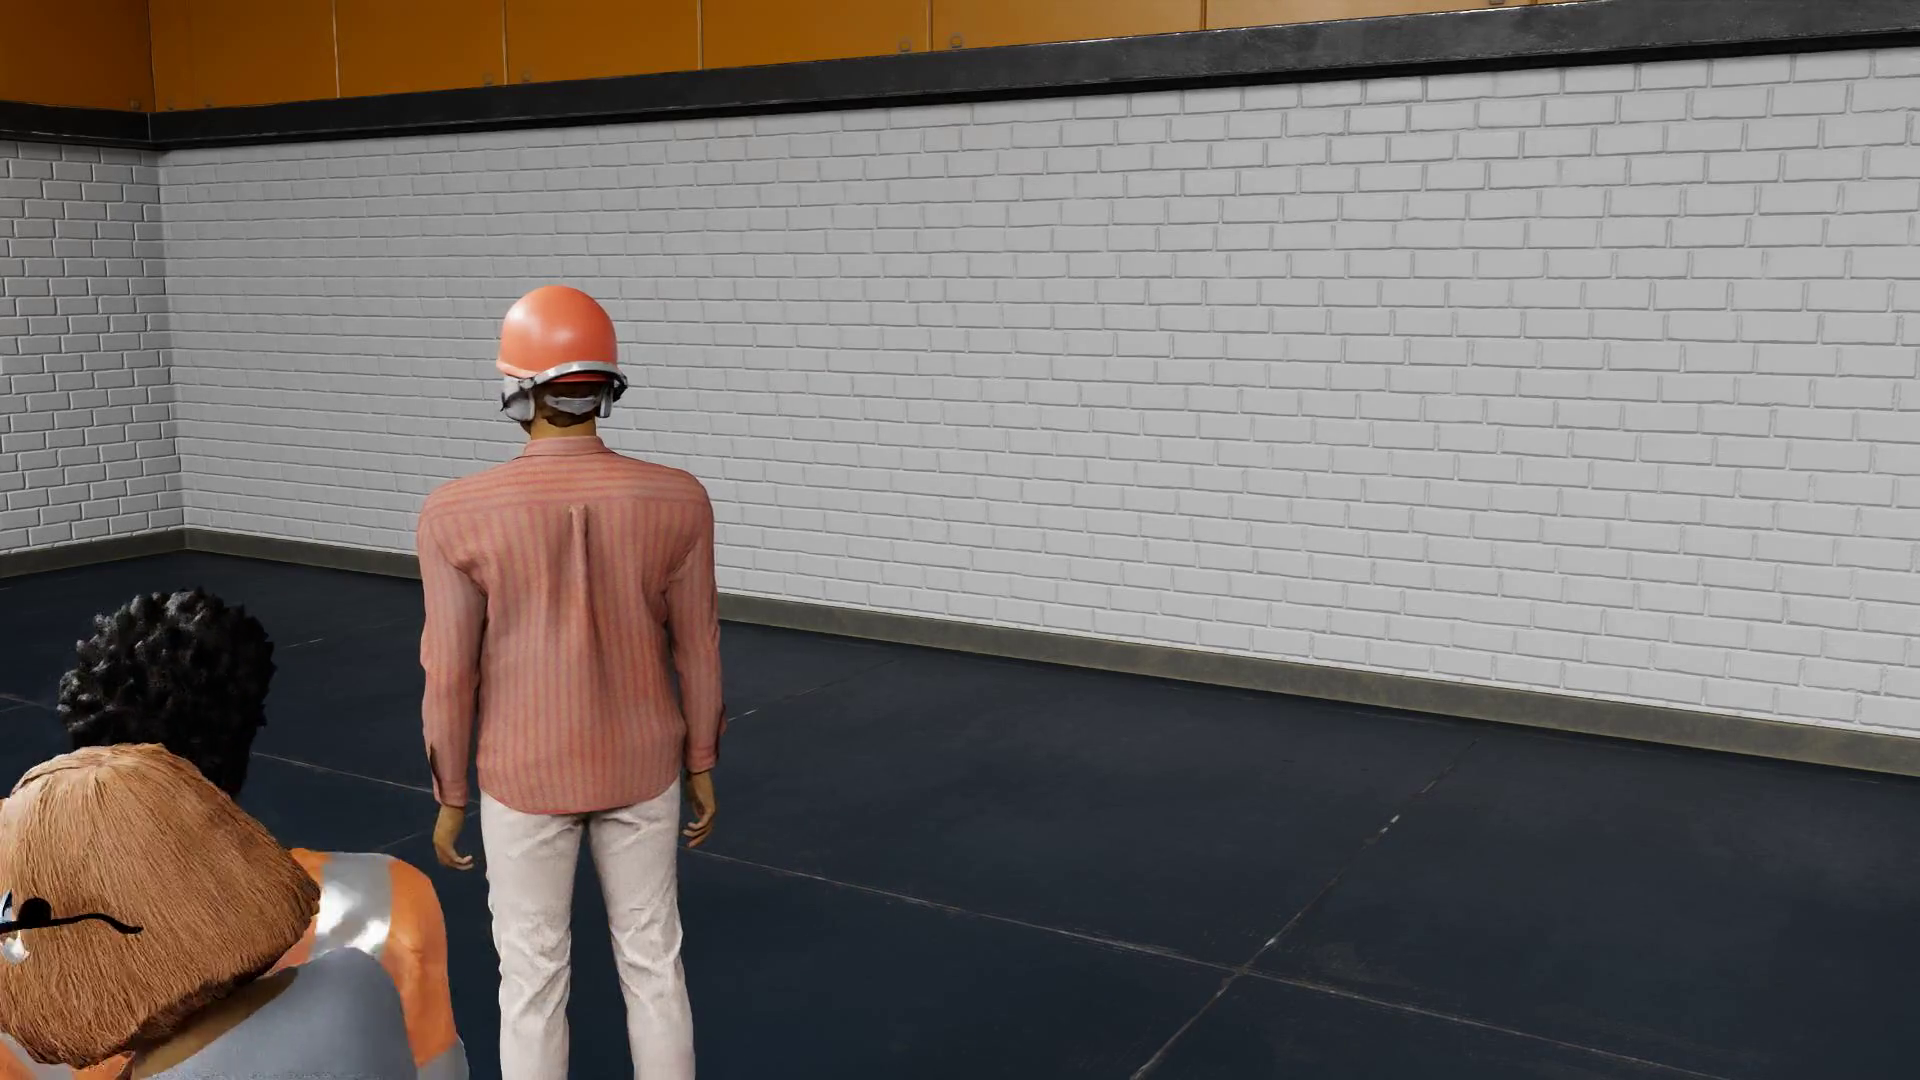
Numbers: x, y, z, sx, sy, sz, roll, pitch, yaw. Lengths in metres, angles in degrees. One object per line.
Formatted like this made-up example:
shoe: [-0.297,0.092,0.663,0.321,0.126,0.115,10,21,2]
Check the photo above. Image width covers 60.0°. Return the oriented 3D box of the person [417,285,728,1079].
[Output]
person: [-0.791,0.480,3.459,0.619,1.997,0.373,-4,10,-24]

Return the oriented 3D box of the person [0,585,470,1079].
person: [-0.809,0.887,1.878,0.548,1.676,0.371,-2,9,-12]

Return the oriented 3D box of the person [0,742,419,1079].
person: [-0.620,0.966,1.586,0.516,1.614,0.536,3,10,18]
